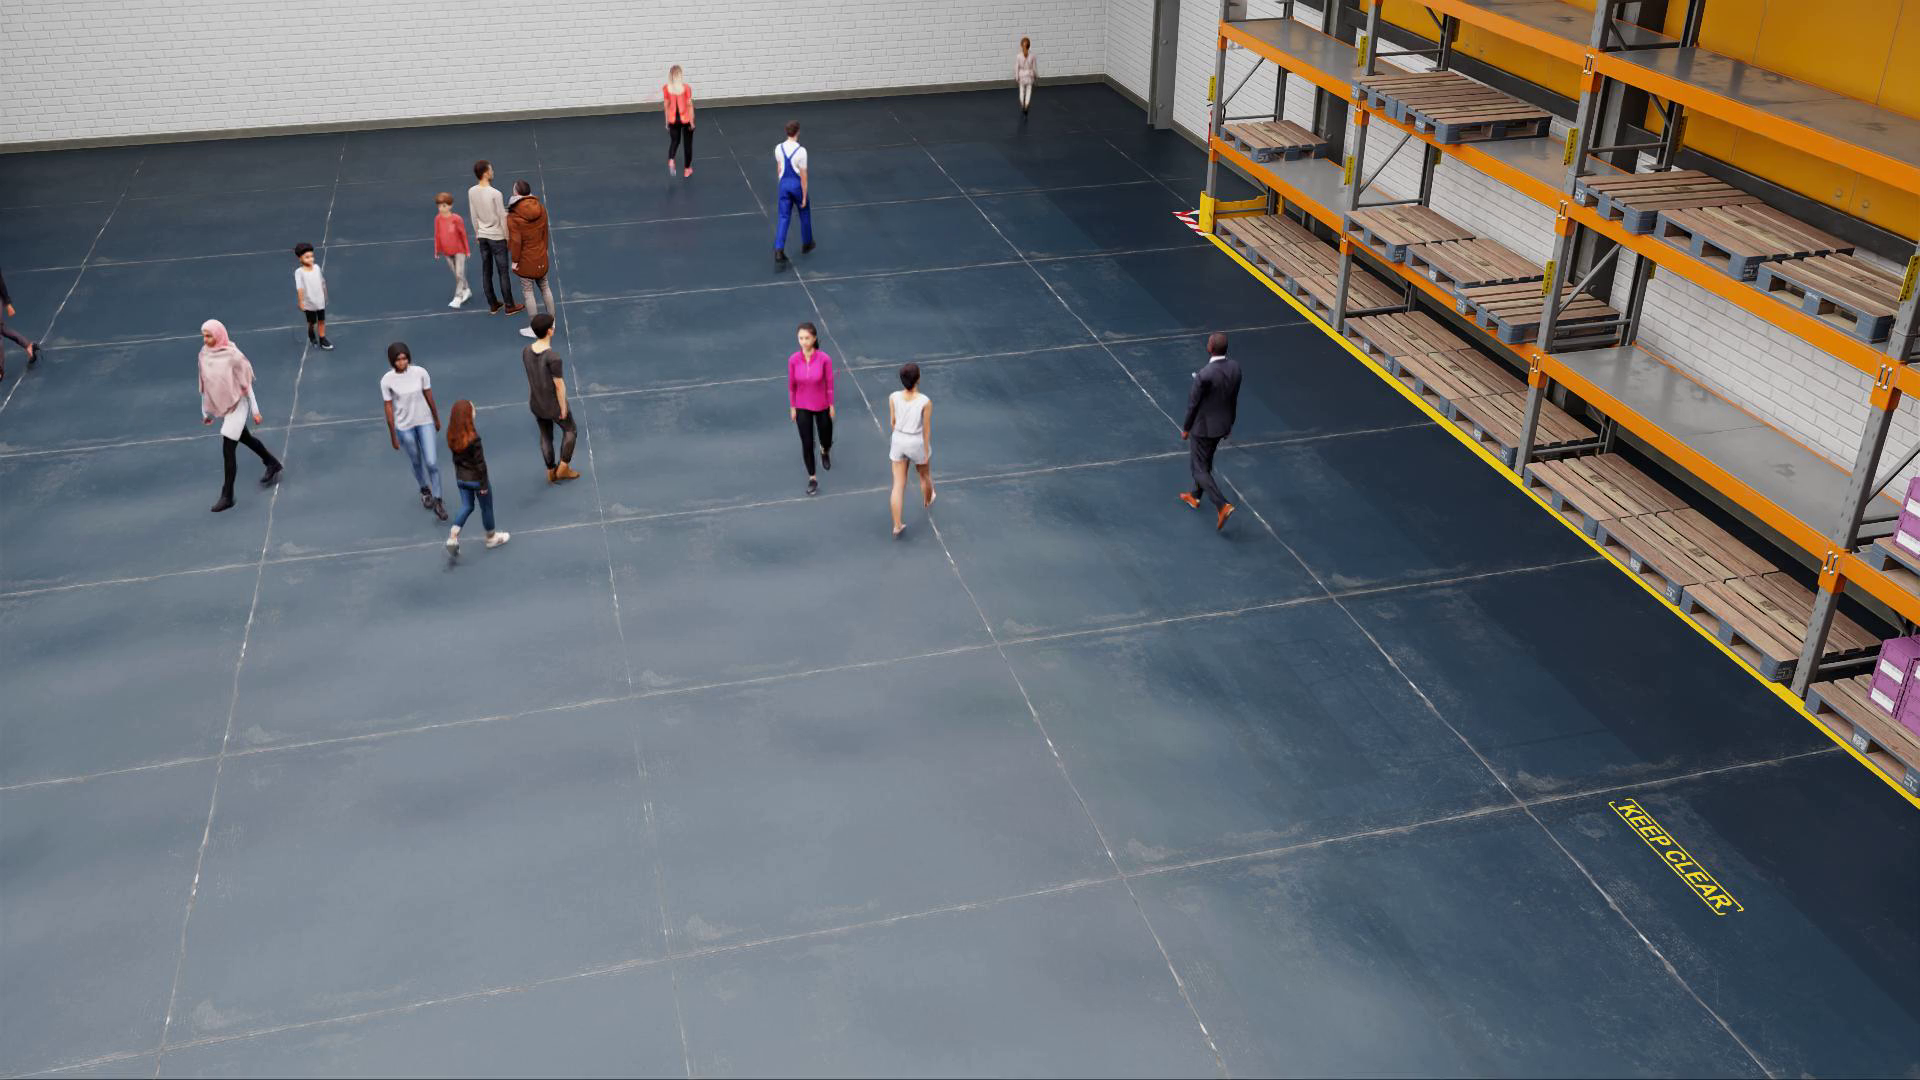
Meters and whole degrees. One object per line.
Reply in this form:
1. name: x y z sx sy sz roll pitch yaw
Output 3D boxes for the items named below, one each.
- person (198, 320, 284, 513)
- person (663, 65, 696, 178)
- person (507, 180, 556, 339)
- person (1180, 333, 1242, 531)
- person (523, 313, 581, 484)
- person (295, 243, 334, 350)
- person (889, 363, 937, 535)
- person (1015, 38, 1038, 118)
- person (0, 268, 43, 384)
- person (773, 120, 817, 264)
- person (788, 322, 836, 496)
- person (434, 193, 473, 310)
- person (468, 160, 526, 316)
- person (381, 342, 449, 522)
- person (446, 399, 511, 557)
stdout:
1. person: -6.763 -1.225 15.598 1.099 1.753 1.283 9 30 17
2. person: -4.197 -6.209 24.813 0.794 1.677 0.976 4 29 7
3. person: -4.962 -3.263 19.244 0.904 1.839 0.853 19 34 30
4. person: 2.305 -0.989 15.115 0.942 1.801 1.179 -19 34 -31
5. person: -3.951 -1.307 15.801 0.722 1.703 0.767 13 31 22
6. person: -7.428 -2.798 19.001 0.689 1.255 0.629 23 36 36
7. person: -0.487 -0.797 15.012 0.901 1.562 1.135 7 29 12
8. person: 1.122 -7.840 28.210 0.764 1.287 1.003 4 29 8
9. person: -10.494 -2.547 18.148 0.977 1.632 1.119 10 30 18
10. person: -2.212 -4.451 21.455 1.102 1.808 1.347 8 30 15
11. person: -1.381 -1.280 15.770 0.731 1.685 0.893 2 29 3
12. person: -6.124 -3.539 20.222 0.803 1.387 0.978 7 29 12
13. person: -5.588 -3.606 19.844 0.742 1.866 0.774 11 31 20
14. person: -5.045 -1.059 15.353 0.688 1.695 0.889 -12 31 -20
15. person: -4.348 -0.528 14.618 0.870 1.468 0.944 15 32 25
